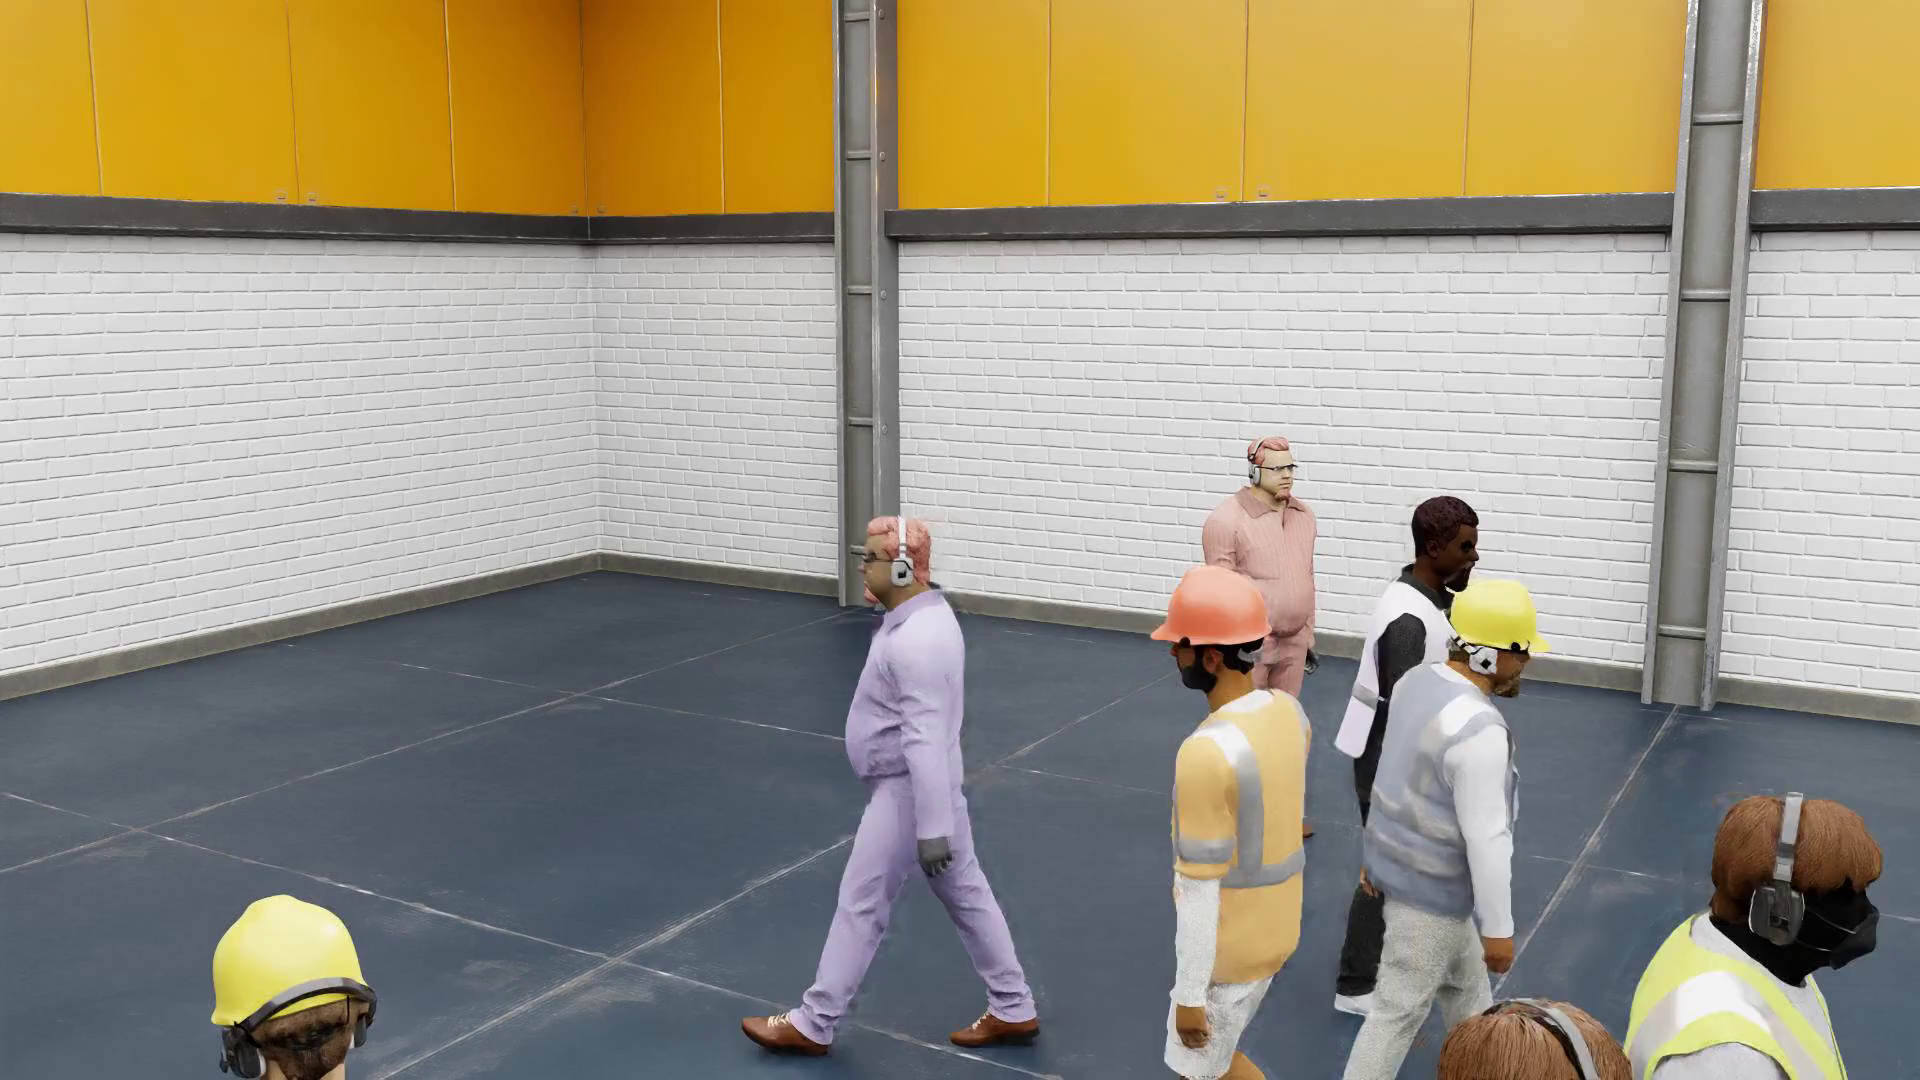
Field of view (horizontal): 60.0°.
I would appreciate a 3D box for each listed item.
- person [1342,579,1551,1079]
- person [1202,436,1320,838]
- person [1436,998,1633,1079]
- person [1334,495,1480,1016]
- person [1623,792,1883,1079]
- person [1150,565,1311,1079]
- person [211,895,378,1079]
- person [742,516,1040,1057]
[{"bbox_3d":[1.471,0.987,4.884,0.864,1.778,0.654,0,9,-2],"label":"person"},{"bbox_3d":[1.423,0.470,7.708,0.643,1.909,0.410,-6,11,-33],"label":"person"},{"bbox_3d":[0.570,1.441,1.992,0.870,1.803,0.631,1,9,4],"label":"person"},{"bbox_3d":[1.562,0.774,5.853,0.470,1.891,0.672,4,10,22],"label":"person"},{"bbox_3d":[1.412,1.310,2.744,0.834,1.811,0.661,4,10,25],"label":"person"},{"bbox_3d":[0.701,1.016,4.239,0.472,1.923,0.568,6,11,35],"label":"person"},{"bbox_3d":[-0.933,1.383,2.470,0.524,1.760,0.326,-8,12,-42],"label":"person"},{"bbox_3d":[-0.199,0.836,5.576,1.022,1.852,0.664,1,9,3],"label":"person"}]
